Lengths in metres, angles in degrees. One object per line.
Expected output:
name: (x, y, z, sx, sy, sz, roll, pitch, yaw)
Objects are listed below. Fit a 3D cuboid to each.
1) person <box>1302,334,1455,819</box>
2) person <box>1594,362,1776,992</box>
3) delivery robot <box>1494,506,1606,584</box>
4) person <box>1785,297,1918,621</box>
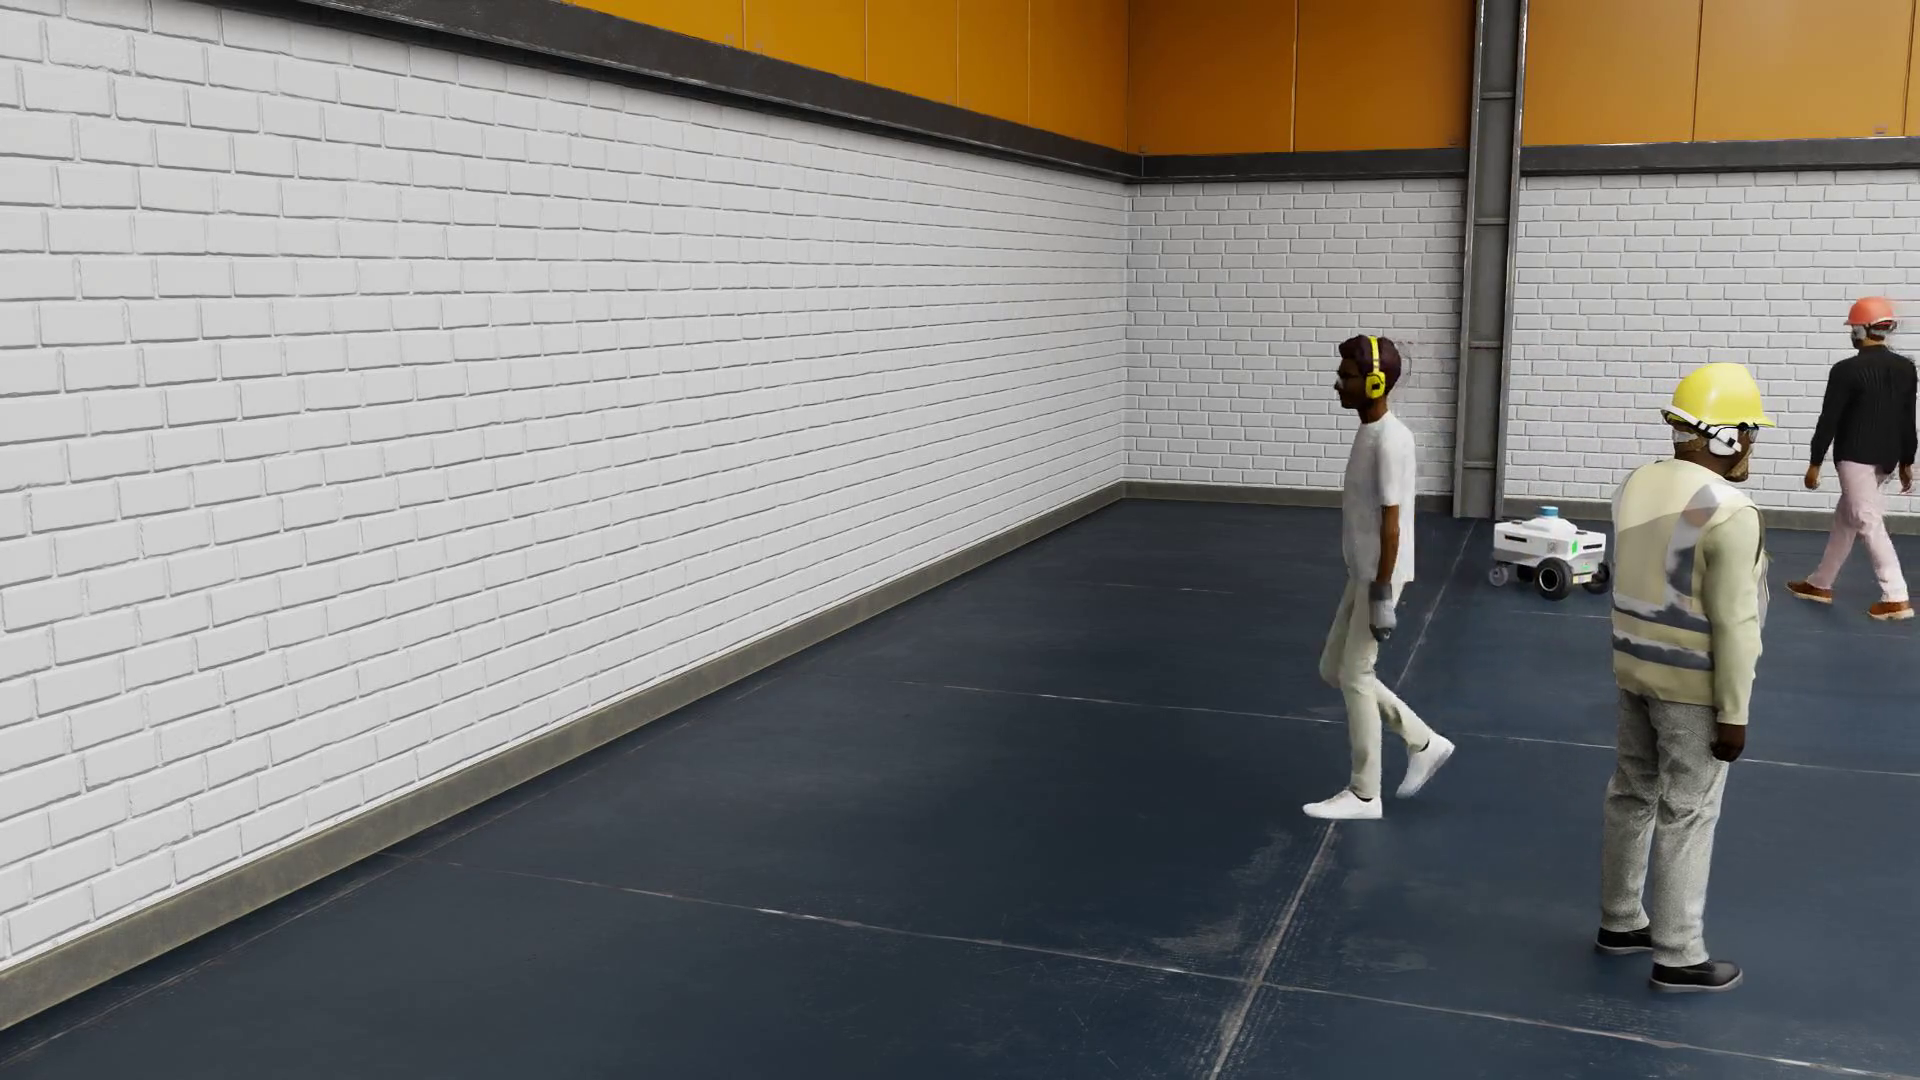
person: (1.593, 0.153, 6.290, 0.480, 1.854, 0.544, 1, 9, 6)
person: (2.113, 0.398, 4.842, 0.403, 1.827, 0.589, -2, 9, -11)
delivery robot: (3.840, 0.024, 10.862, 0.477, 0.478, 0.707, -5, 10, -30)
person: (5.519, -0.506, 10.152, 0.633, 1.947, 1.016, -3, 10, -19)
